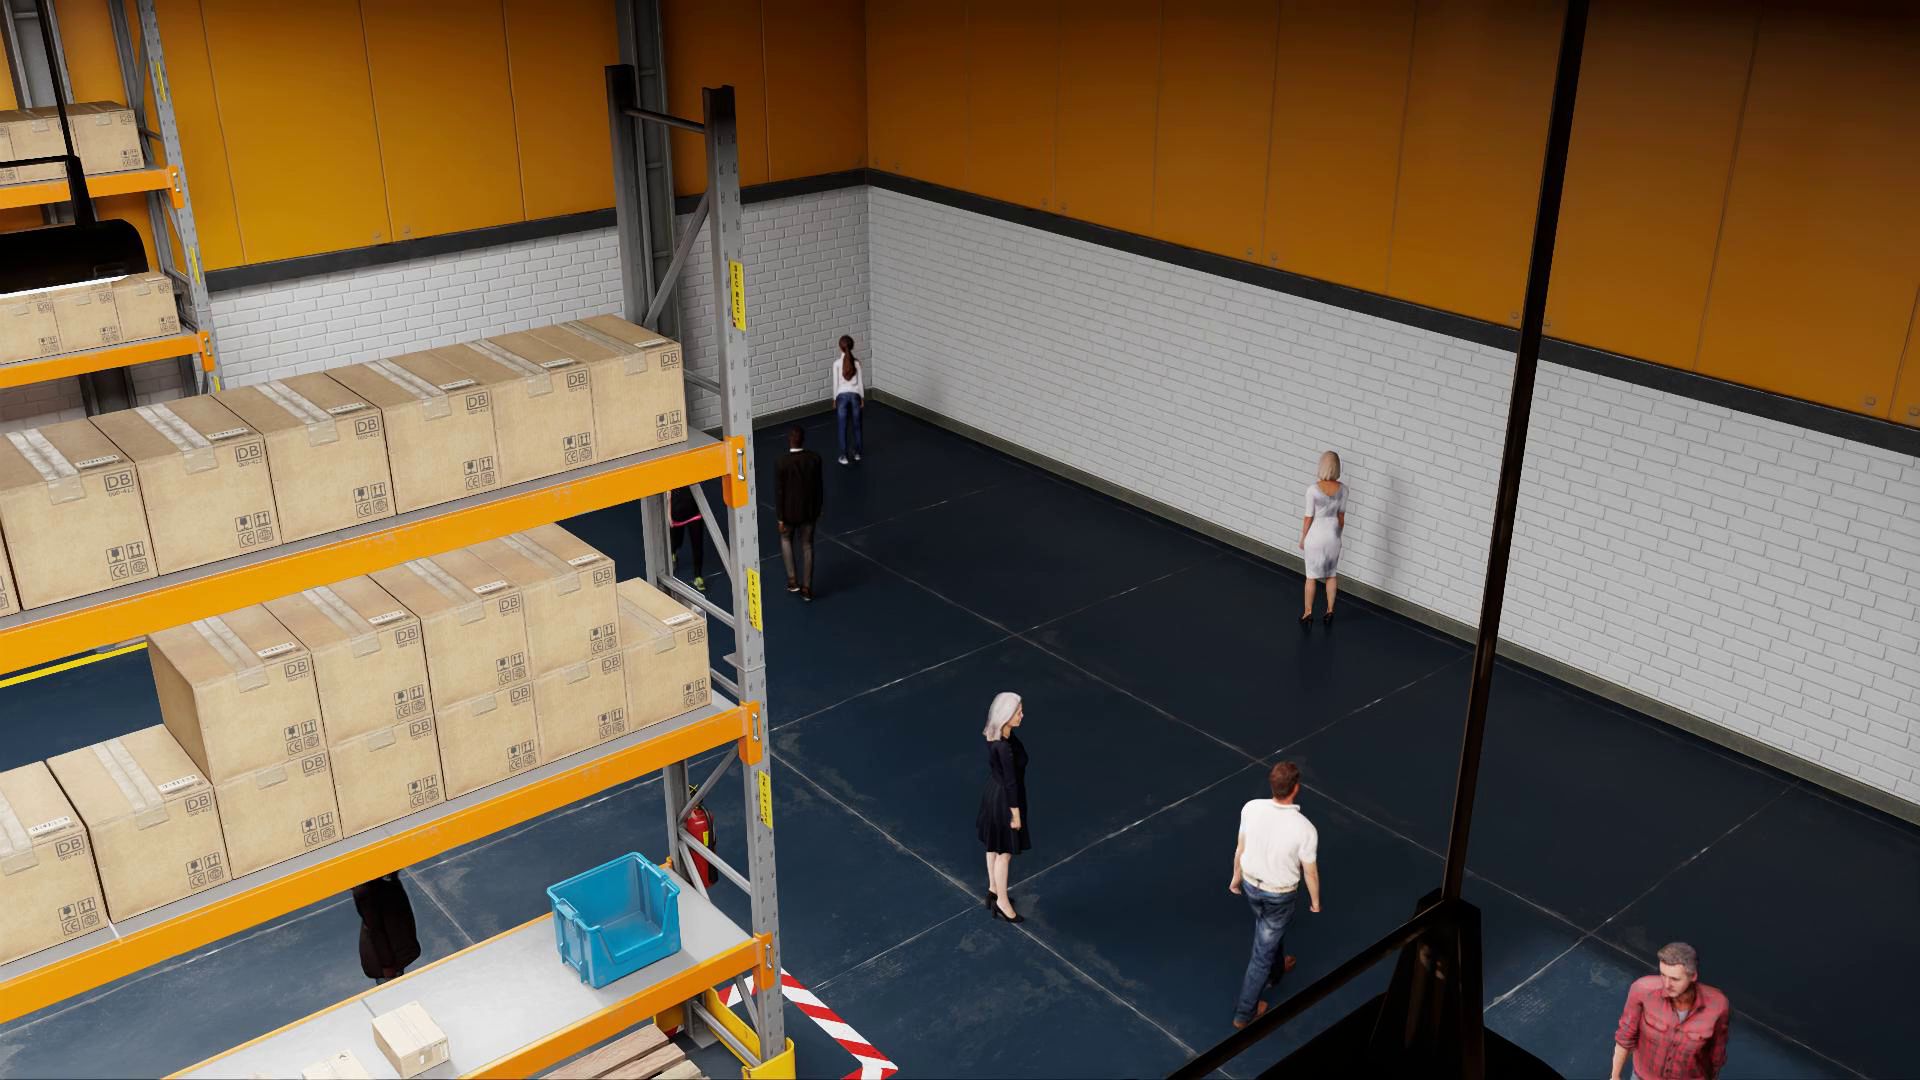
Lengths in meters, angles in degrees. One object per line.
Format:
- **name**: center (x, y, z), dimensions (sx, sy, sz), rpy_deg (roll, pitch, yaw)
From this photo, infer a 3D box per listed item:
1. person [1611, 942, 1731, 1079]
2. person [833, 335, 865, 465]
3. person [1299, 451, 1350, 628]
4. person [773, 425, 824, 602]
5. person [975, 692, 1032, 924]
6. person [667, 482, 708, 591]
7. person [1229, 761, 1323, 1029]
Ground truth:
- **person**: center (3.869, 2.865, 9.038), dimensions (0.883, 1.795, 0.998), rpy_deg (9, 25, 20)
- **person**: center (-1.323, -1.667, 19.700), dimensions (0.693, 1.559, 0.732), rpy_deg (-4, 24, -10)
- **person**: center (3.423, -0.013, 15.679), dimensions (0.603, 1.750, 0.707), rpy_deg (-3, 24, -8)
- **person**: center (-1.527, -0.234, 16.138), dimensions (0.712, 1.788, 0.830), rpy_deg (-7, 25, -15)
- **person**: center (0.309, 1.828, 11.469), dimensions (0.707, 1.748, 0.689), rpy_deg (-5, 24, -12)
- **person**: center (-2.773, -0.298, 16.600), dimensions (0.931, 1.534, 0.760), rpy_deg (-11, 26, -24)
- **person**: center (1.879, 2.256, 10.387), dimensions (0.747, 1.831, 1.023), rpy_deg (21, 31, 40)
